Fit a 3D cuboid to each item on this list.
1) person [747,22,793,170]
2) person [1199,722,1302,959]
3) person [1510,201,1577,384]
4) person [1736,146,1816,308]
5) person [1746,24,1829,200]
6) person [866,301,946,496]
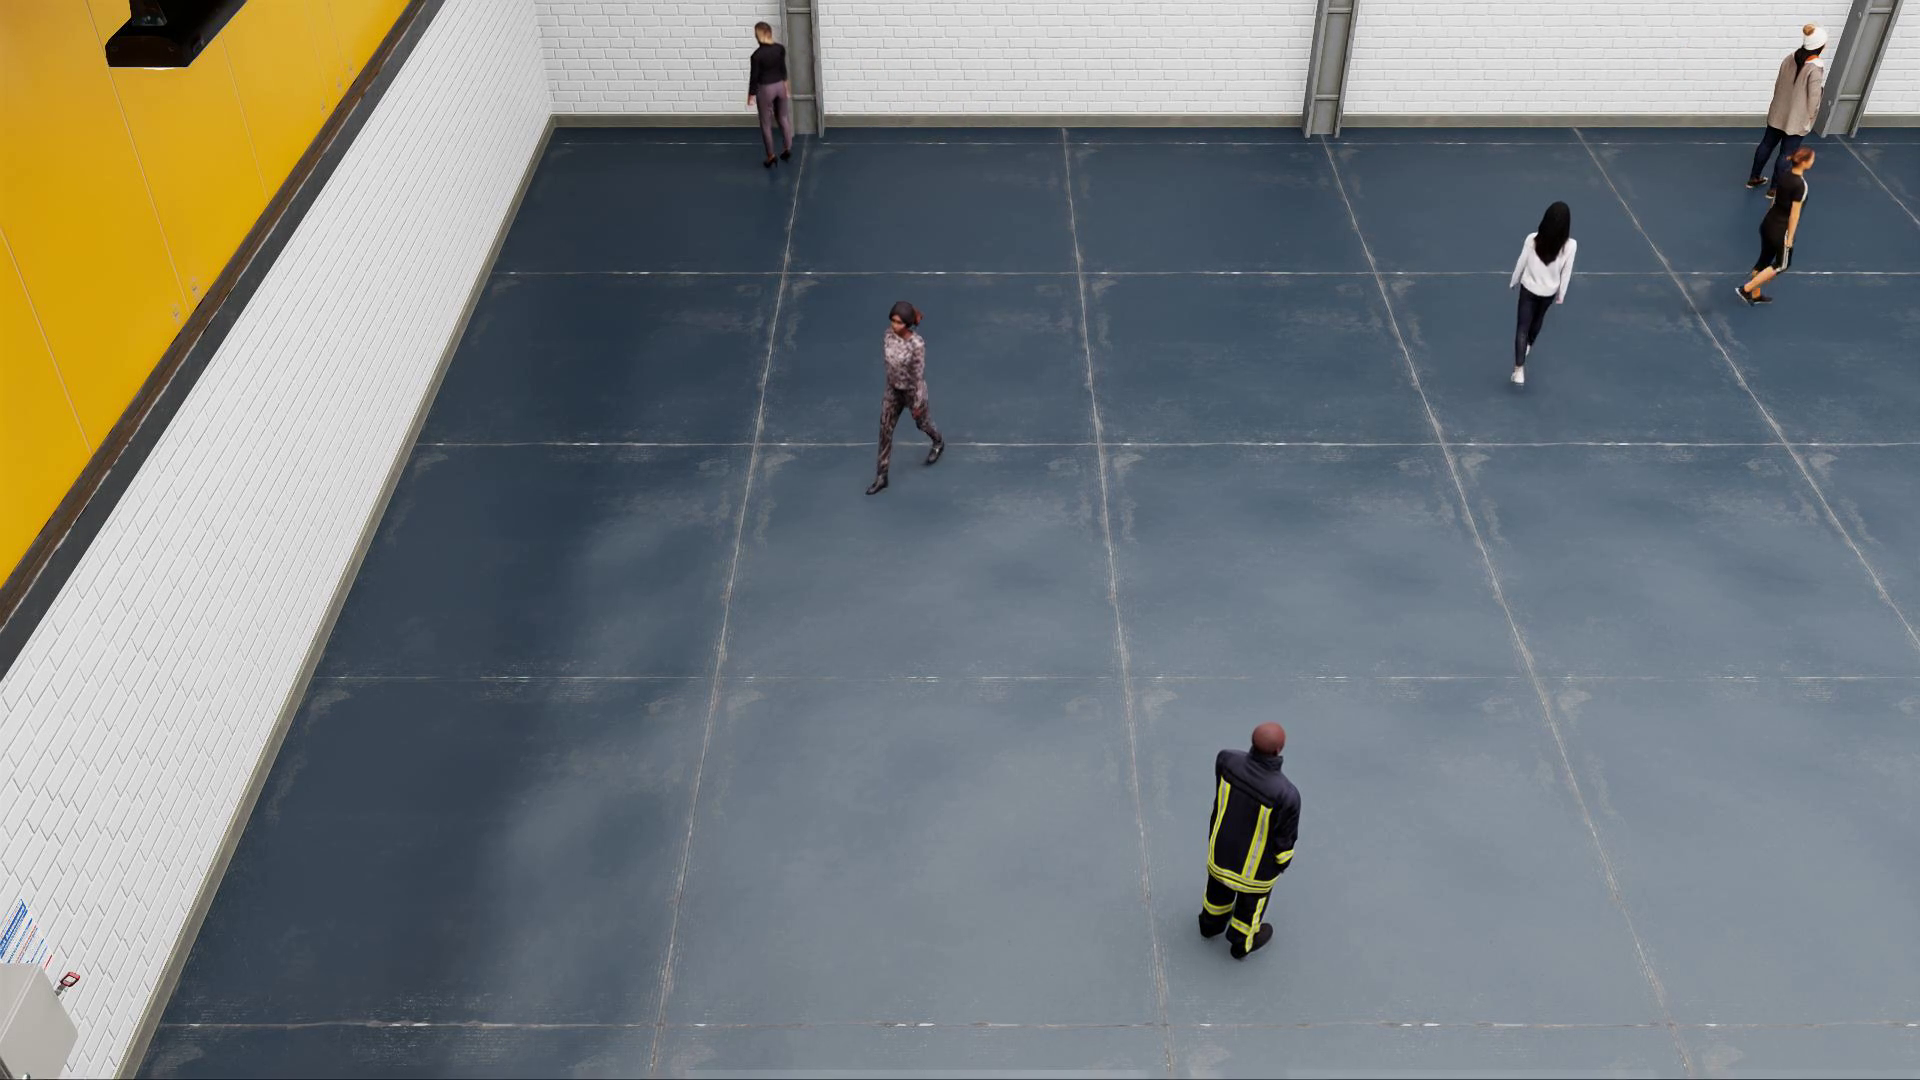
[{"bbox_3d":[-2.040,-4.840,18.193,0.686,1.664,0.753,-29,47,-31],"label":"person"},{"bbox_3d":[1.700,1.751,9.815,0.843,1.822,0.910,30,47,32],"label":"person"},{"bbox_3d":[5.163,-2.179,14.863,1.099,1.662,0.829,6,39,8],"label":"person"},{"bbox_3d":[7.734,-2.962,15.844,0.693,1.660,0.610,-2,39,-3],"label":"person"},{"bbox_3d":[8.832,-4.576,17.682,0.801,1.890,0.789,-15,41,-18],"label":"person"},{"bbox_3d":[-0.373,-1.223,13.661,1.146,1.669,1.106,25,45,28],"label":"person"}]
